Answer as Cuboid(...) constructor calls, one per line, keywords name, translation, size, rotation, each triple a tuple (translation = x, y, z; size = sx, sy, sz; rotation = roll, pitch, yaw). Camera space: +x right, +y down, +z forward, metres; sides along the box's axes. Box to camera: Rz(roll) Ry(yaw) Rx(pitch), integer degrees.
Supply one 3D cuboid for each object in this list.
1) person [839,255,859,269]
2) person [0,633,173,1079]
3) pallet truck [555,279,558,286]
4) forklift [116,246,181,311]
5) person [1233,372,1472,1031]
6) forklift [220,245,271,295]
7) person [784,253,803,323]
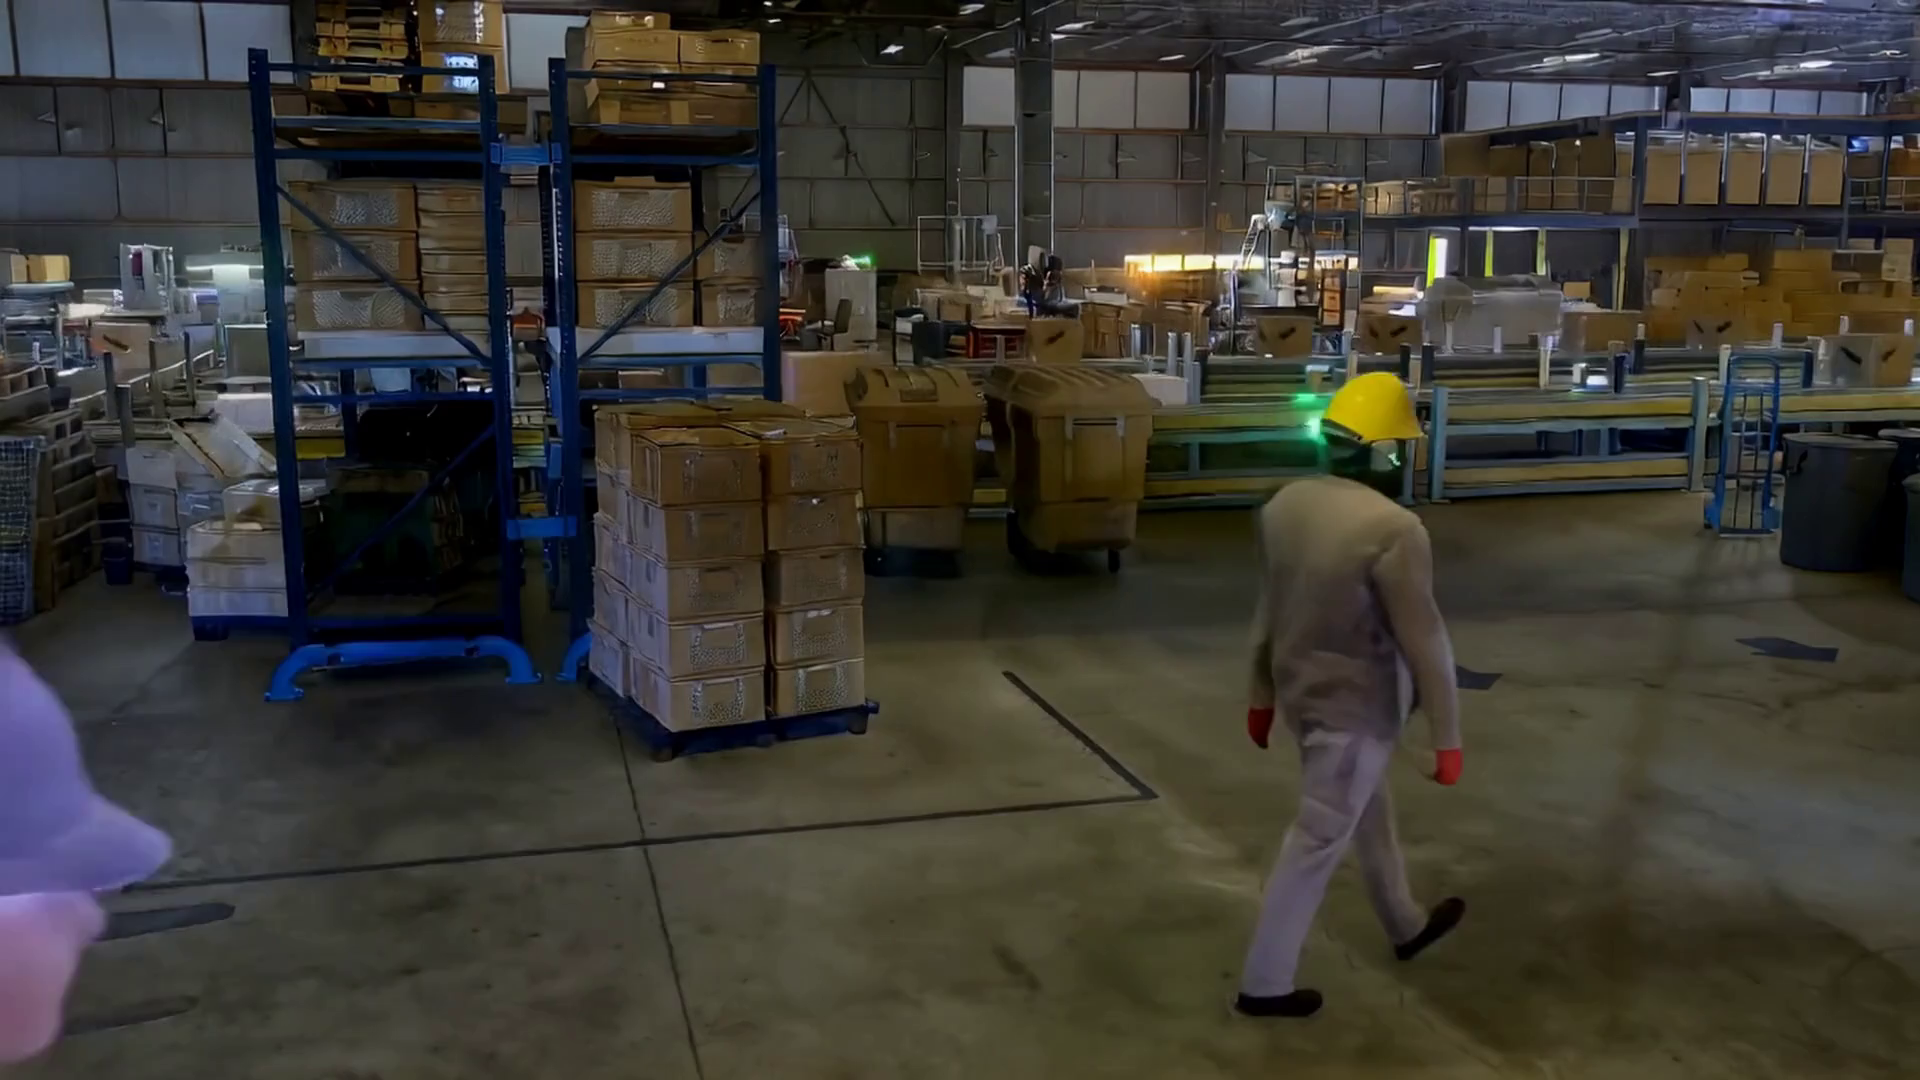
Cuboid(name="person", translation=(-3.339, -7.634, 50.119), size=(0.669, 1.852, 1.034), rotation=(3, 10, 15))
Cuboid(name="person", translation=(-0.849, 0.980, 1.210), size=(0.955, 1.904, 0.559), rotation=(-3, 10, -14))
Cuboid(name="pallet truck", translation=(-10.604, -6.375, 44.520), size=(0.653, 1.274, 1.630), rotation=(-3, 10, -15))
Cuboid(name="forklift", translation=(-19.966, -6.232, 40.894), size=(1.157, 1.987, 2.680), rotation=(-3, 10, -15))
Cuboid(name="person", translation=(1.135, 0.437, 4.576), size=(0.930, 1.779, 0.623), rotation=(-5, 11, -25))
Cuboid(name="forklift", translation=(-17.749, -6.334, 41.440), size=(1.157, 1.987, 2.680), rotation=(-3, 10, -17))
Cuboid(name="person", translation=(-4.680, -7.076, 46.436), size=(0.646, 2.029, 0.418), rotation=(5, 11, 28))
